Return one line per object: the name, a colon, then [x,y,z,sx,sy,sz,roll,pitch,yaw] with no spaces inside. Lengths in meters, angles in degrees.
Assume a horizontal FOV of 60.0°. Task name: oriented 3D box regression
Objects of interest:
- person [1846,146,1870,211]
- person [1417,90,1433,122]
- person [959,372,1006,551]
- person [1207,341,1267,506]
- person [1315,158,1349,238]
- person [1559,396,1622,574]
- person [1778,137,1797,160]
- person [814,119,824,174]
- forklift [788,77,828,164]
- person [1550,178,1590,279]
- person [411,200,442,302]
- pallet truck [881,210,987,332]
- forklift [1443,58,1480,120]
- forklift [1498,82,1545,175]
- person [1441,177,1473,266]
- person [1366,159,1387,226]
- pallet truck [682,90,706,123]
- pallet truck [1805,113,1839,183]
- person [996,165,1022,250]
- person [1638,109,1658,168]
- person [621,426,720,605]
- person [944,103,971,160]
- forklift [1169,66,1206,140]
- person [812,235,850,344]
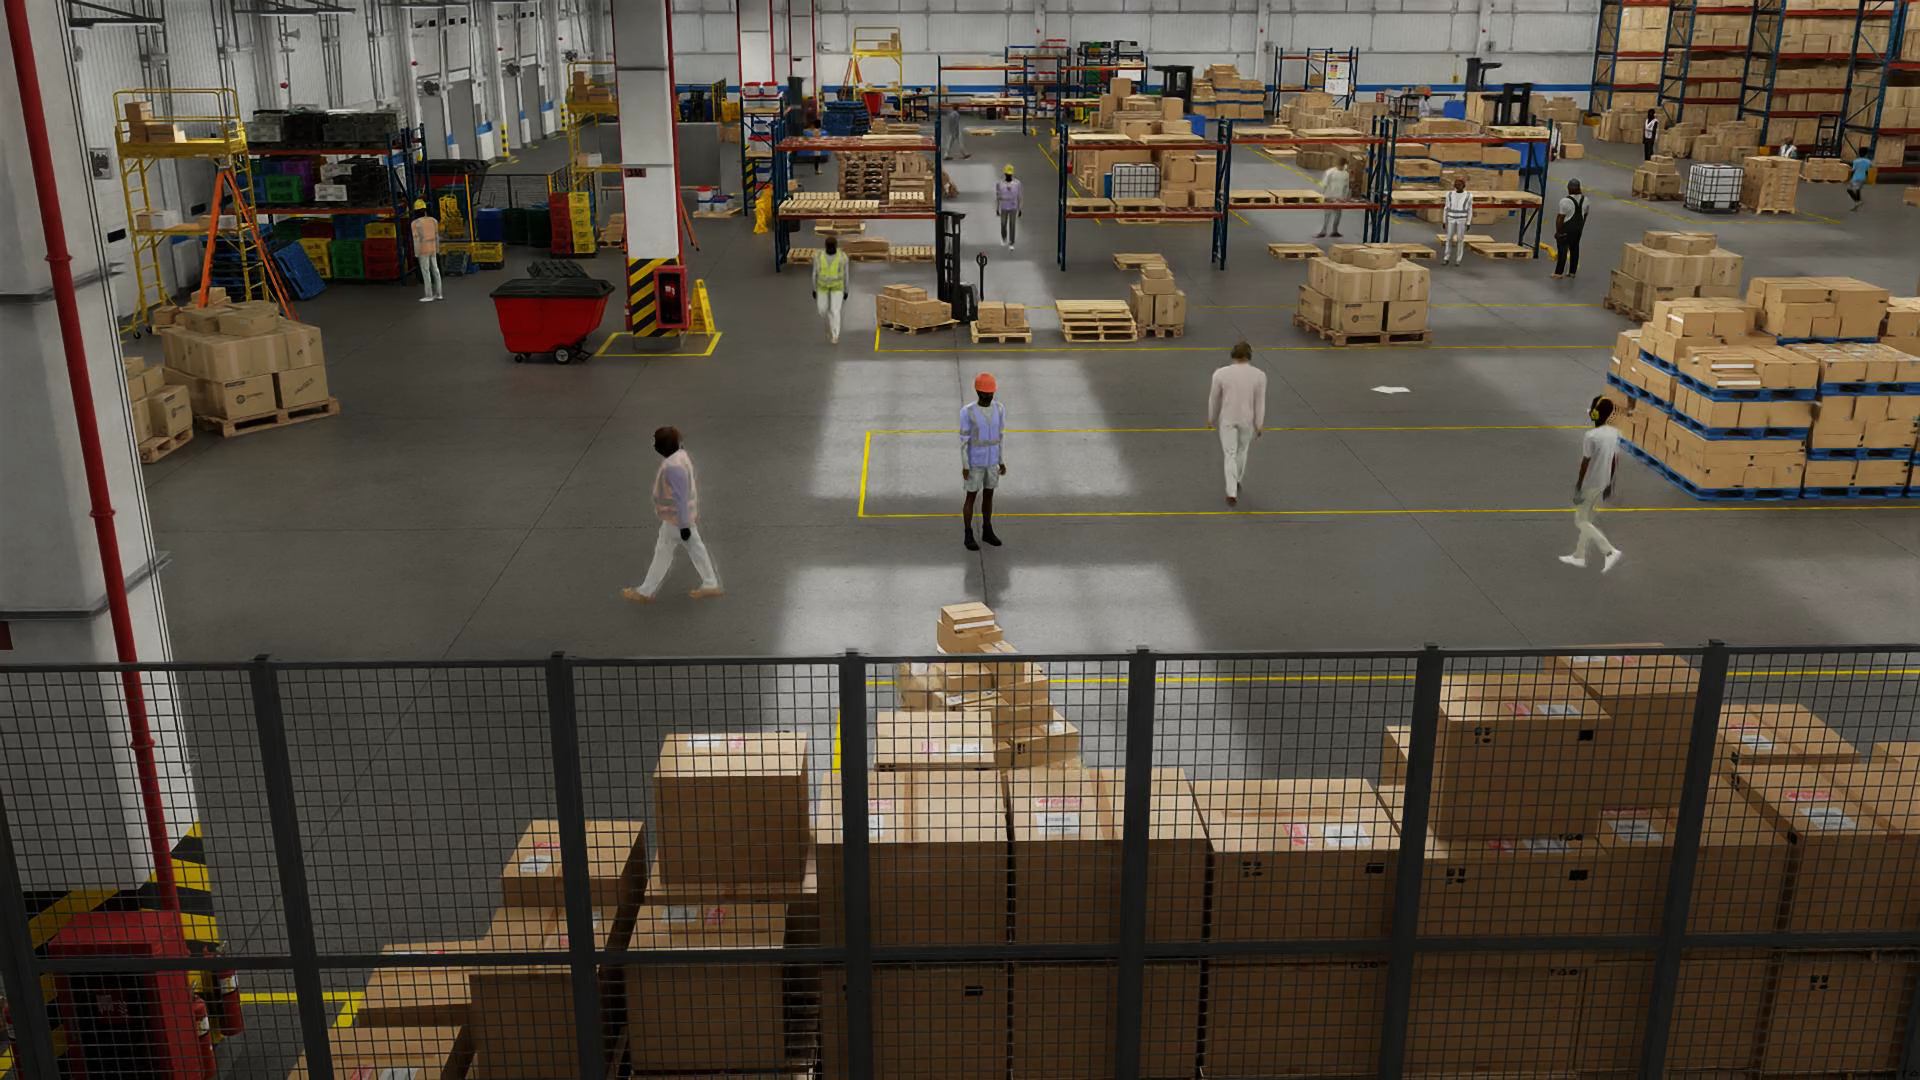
person: [23.812,-9.561,44.066,0.542,1.687,0.392,-6,19,-17]
person: [17.659,-15.999,62.849,0.548,1.903,0.893,-12,22,-31]
person: [0.256,-0.854,17.854,0.542,1.939,0.368,-10,21,-28]
person: [3.250,-1.409,19.579,0.648,1.883,1.018,1,19,3]
person: [8.841,-8.111,39.473,0.776,1.901,0.373,-5,19,-15]
person: [6.562,-0.553,17.091,0.526,1.856,0.673,-13,22,-33]
person: [23.583,-10.683,47.482,0.315,1.636,0.514,-13,23,-34]
person: [-4.482,-12.413,52.518,0.315,1.696,0.541,-3,19,-8]
forklift: [-5.414,-13.916,55.155,1.873,2.768,1.129,-6,19,-16]
person: [12.474,-6.391,34.124,0.684,2.000,0.538,-6,20,-17]
person: [-10.172,-5.500,31.660,0.384,1.923,0.590,12,22,31]
pallet truck: [-0.493,-4.759,29.349,1.885,1.965,0.823,-13,23,-34]
forklift: [21.021,-18.416,68.505,1.873,2.768,1.129,10,21,28]
forklift: [17.395,-12.933,52.237,1.129,2.768,1.873,-10,21,-26]
person: [10.638,-6.811,35.611,0.583,1.882,0.337,10,21,26]
person: [10.428,-8.706,41.609,0.511,1.641,0.307,17,25,41]
pallet truck: [-9.671,-15.907,62.421,0.823,1.965,1.885,5,19,15]
pallet truck: [26.403,-11.957,50.702,0.823,1.965,1.885,6,19,16]
person: [1.113,-7.556,37.789,0.594,1.913,0.436,0,19,1]
person: [22.406,-13.022,54.000,0.391,1.912,0.589,-3,19,-7]
person: [-2.841,-0.242,16.268,0.980,1.786,0.661,-2,19,-6]
person: [-0.124,-13.900,56.640,1.007,1.882,0.653,-10,21,-27]
forklift: [8.249,-16.284,62.179,1.129,2.768,1.873,-12,22,-32]
person: [-2.174,-4.224,28.021,0.650,1.826,0.434,1,19,4]
